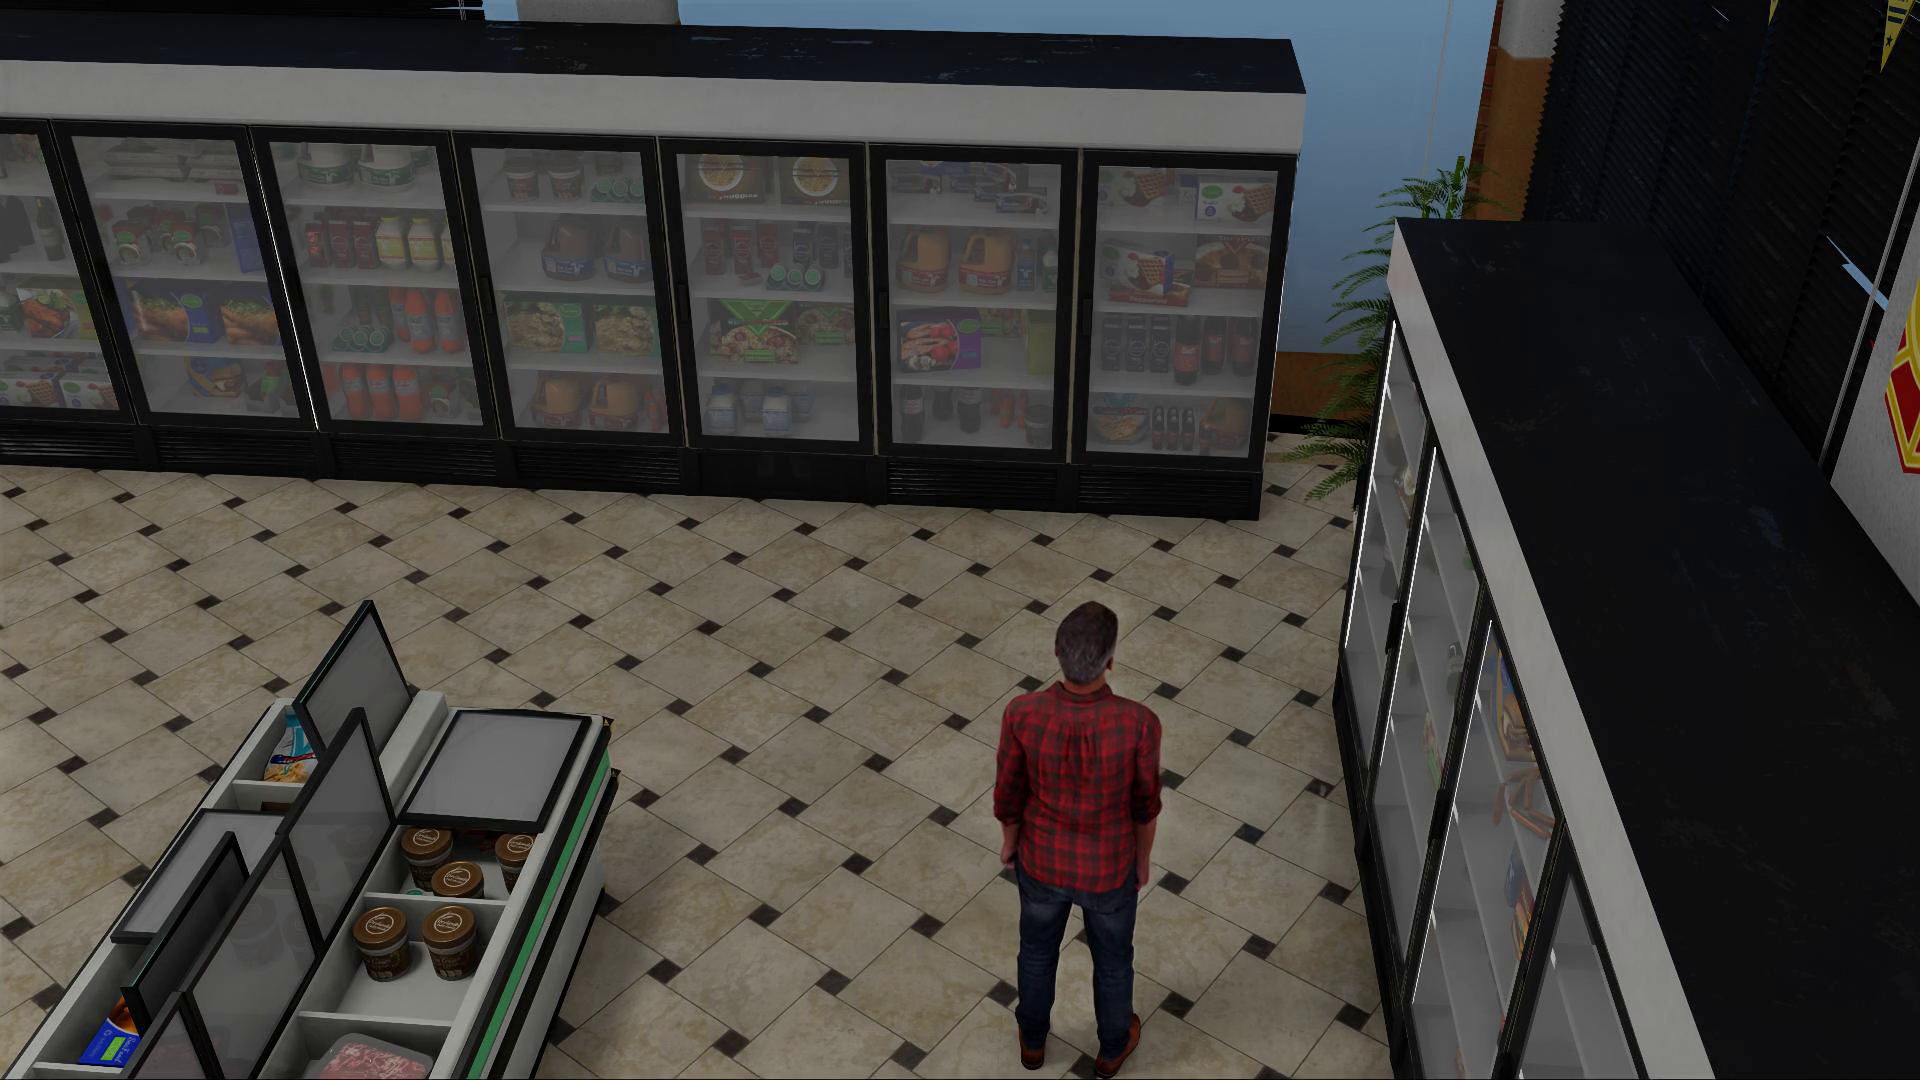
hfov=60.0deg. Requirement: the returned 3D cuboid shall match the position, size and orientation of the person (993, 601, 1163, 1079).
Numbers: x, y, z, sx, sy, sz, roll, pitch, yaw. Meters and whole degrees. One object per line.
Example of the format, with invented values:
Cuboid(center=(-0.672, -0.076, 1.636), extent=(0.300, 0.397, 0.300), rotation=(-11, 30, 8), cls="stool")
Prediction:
Cuboid(center=(0.375, 0.997, 5.339), extent=(0.709, 1.830, 0.594), rotation=(7, 33, 11), cls="person")
